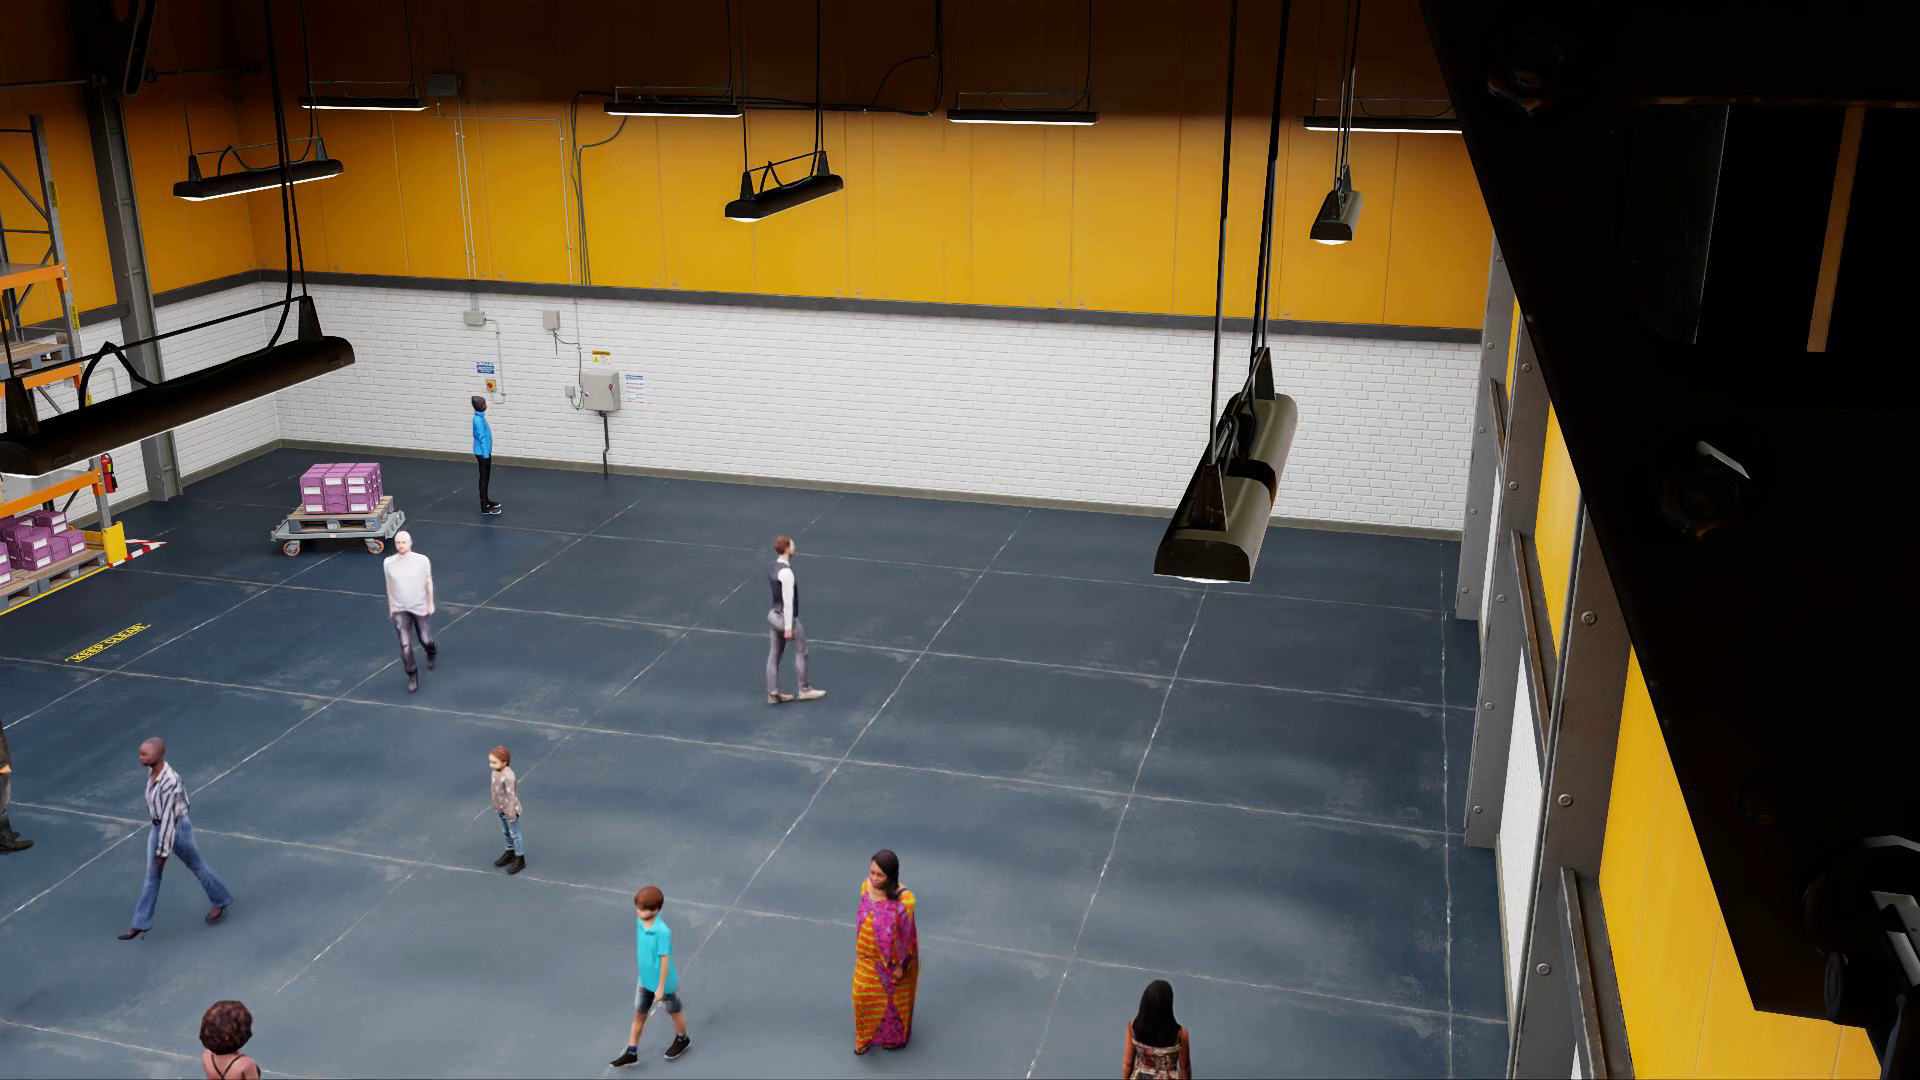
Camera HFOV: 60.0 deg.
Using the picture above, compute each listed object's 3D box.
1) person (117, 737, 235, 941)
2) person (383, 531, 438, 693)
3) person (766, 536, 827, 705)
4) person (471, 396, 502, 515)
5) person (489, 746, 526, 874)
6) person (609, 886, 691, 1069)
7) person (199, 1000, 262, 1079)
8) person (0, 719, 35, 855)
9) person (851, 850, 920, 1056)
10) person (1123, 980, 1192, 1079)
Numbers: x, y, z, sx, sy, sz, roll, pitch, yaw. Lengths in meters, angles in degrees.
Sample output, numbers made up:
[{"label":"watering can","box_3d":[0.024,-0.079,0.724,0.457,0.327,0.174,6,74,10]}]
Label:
[{"label":"person","box_3d":[-6.448,2.456,13.838,0.956,1.743,1.260,14,23,36]},{"label":"person","box_3d":[-6.181,0.757,18.770,0.890,1.815,1.070,-3,19,-8]},{"label":"person","box_3d":[-2.008,0.893,18.202,1.038,1.919,0.985,-9,21,-26]},{"label":"person","box_3d":[-7.142,-1.284,24.863,0.758,1.794,0.660,-6,19,-17]},{"label":"person","box_3d":[-4.055,2.387,14.904,0.543,1.193,0.569,17,25,41]},{"label":"person","box_3d":[-2.163,3.173,12.212,0.750,1.422,0.945,13,23,35]},{"label":"person","box_3d":[-4.437,3.651,10.227,0.545,1.782,0.551,5,19,15]},{"label":"person","box_3d":[-8.849,1.985,15.141,0.749,1.804,0.697,14,23,36]},{"label":"person","box_3d":[-0.496,3.015,12.322,0.738,1.651,0.836,10,21,28]},{"label":"person","box_3d":[1.257,3.561,10.709,0.646,1.645,0.514,5,19,16]}]
